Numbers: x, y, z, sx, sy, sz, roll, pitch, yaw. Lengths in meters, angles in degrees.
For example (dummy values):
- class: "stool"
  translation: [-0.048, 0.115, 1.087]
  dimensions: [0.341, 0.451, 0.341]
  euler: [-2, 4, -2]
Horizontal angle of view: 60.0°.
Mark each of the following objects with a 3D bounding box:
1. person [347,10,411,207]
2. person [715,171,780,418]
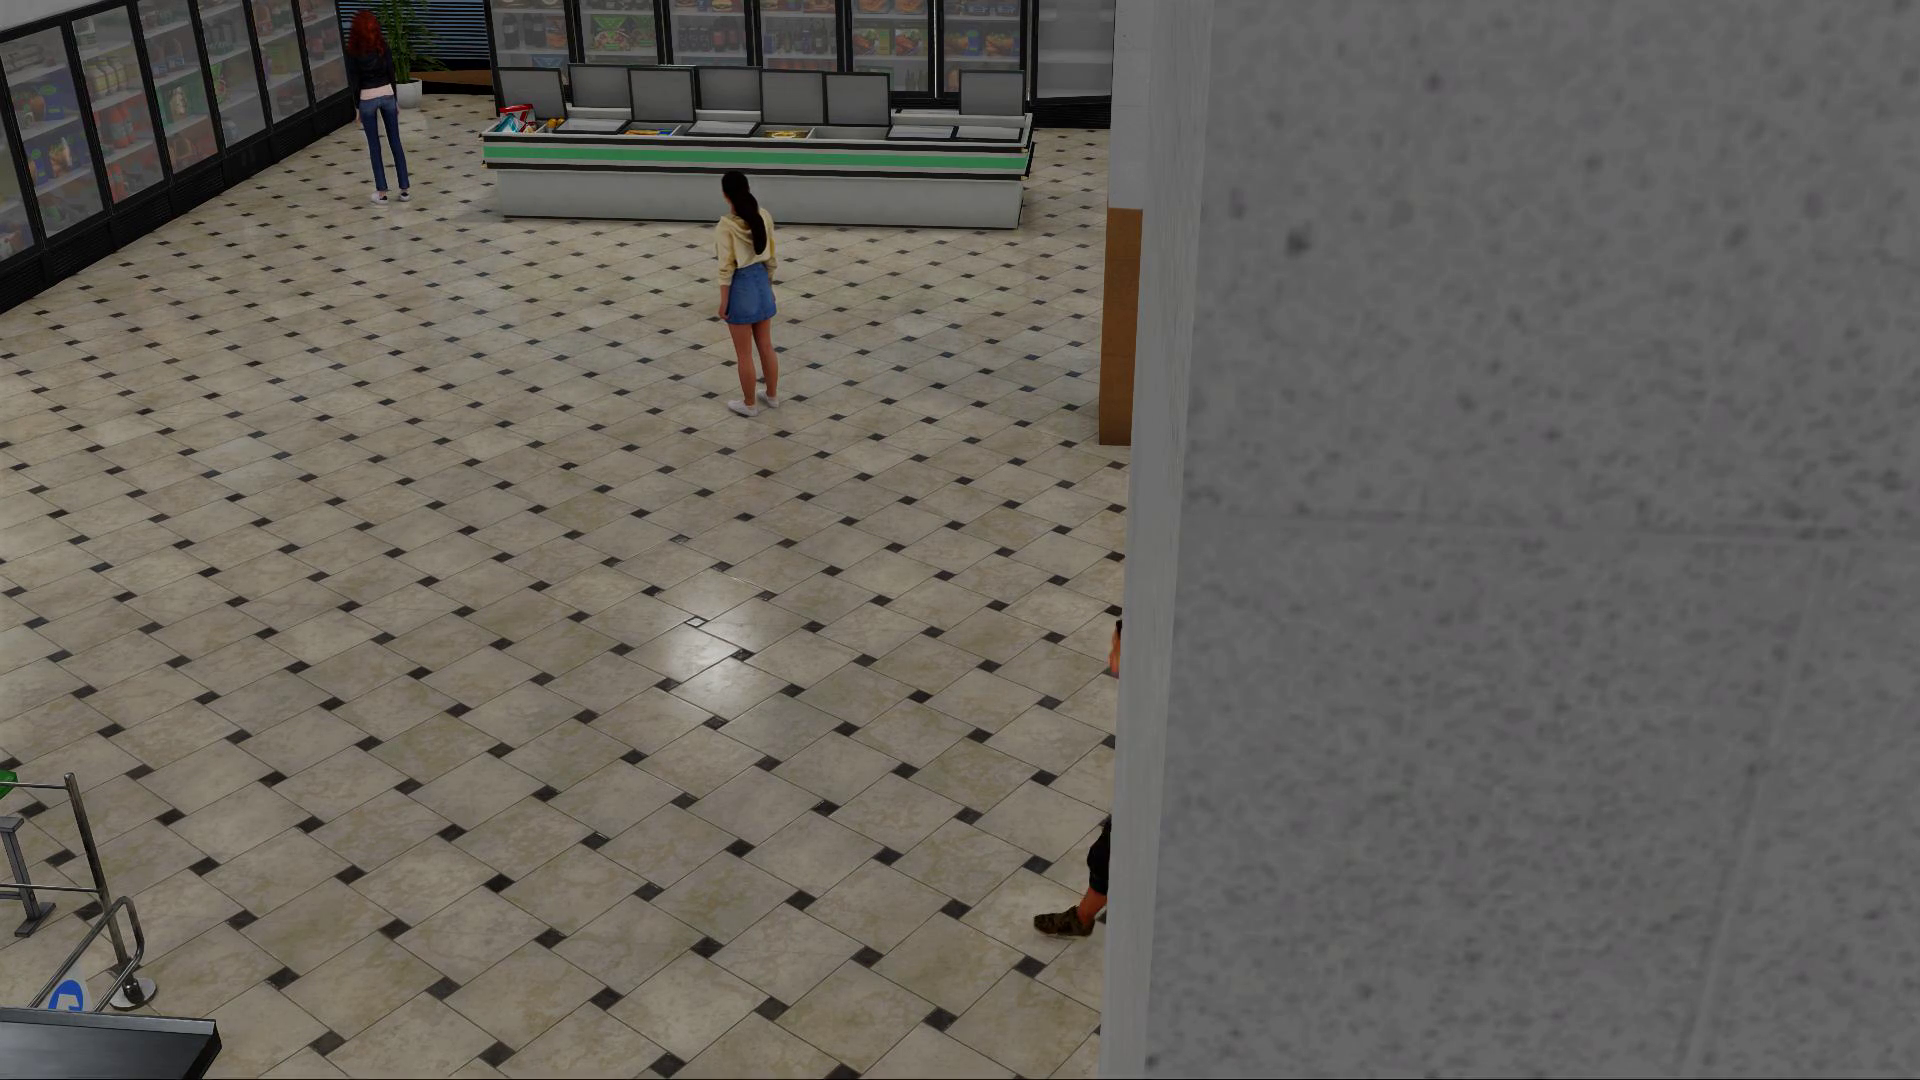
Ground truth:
- class: "person"
  translation: [-5.450, -4.048, 15.566]
  dimensions: [0.660, 1.787, 0.731]
  euler: [-17, 32, -31]
- class: "person"
  translation: [-1.401, -1.622, 10.957]
  dimensions: [0.746, 1.629, 0.715]
  euler: [23, 35, 38]
